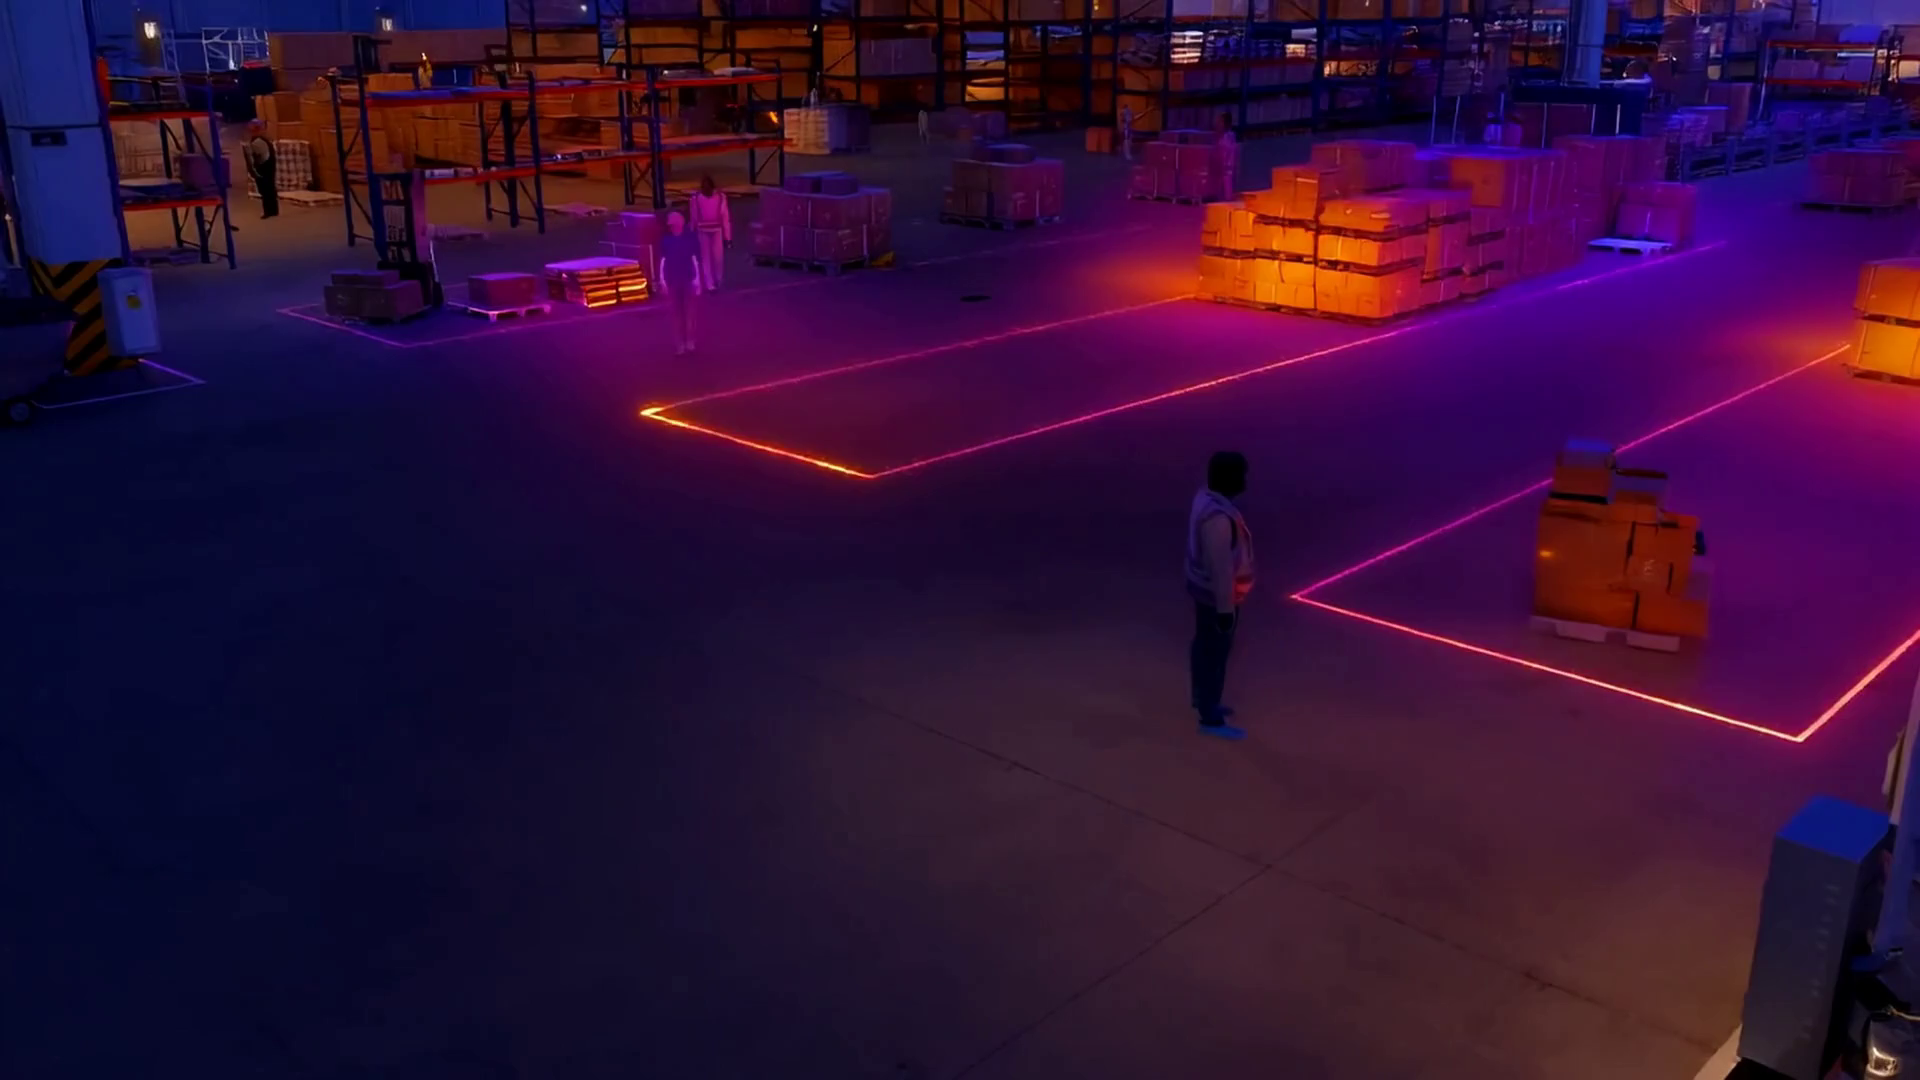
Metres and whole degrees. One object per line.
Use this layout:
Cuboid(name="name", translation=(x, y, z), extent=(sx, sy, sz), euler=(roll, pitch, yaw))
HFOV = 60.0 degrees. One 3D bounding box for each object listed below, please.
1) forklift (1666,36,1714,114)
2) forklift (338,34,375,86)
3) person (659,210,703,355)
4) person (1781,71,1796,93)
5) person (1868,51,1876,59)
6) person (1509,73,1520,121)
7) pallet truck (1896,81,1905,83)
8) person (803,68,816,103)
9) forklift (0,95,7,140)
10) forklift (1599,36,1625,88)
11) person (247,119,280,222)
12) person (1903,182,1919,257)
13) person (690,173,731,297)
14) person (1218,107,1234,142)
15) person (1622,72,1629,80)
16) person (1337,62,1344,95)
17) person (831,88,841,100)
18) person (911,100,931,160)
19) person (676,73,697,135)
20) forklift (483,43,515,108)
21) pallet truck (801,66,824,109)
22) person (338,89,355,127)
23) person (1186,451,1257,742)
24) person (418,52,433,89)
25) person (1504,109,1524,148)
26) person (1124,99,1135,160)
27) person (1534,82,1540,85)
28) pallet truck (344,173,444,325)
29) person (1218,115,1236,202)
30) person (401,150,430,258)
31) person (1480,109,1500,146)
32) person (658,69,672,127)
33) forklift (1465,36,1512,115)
Cuboid(name="forklift", translation=(27.341, -17.291, 61.877), extent=(1.129, 2.768, 1.873), euler=(17, 25, 41))
Cuboid(name="forklift", translation=(-23.297, -18.351, 65.072), extent=(1.129, 2.768, 1.873), euler=(17, 25, 41))
Cuboid(name="person", translation=(-3.589, -3.292, 21.306), extent=(0.549, 1.851, 0.404), euler=(-1, 18, -2))
Cuboid(name="person", translation=(33.777, -18.625, 67.736), extent=(0.970, 1.699, 0.527), euler=(-17, 25, -41))
Cuboid(name="person", translation=(38.513, -19.706, 70.537), extent=(0.396, 1.992, 0.622), euler=(12, 22, 32))
Cuboid(name="person", translation=(19.786, -15.806, 59.351), extent=(0.285, 1.633, 0.498), euler=(8, 20, 22))
Cuboid(name="pallet truck", translation=(34.802, -16.331, 61.455), extent=(0.653, 1.274, 1.630), euler=(17, 25, 41))
Cuboid(name="person", translation=(-5.547, -16.618, 61.547), extent=(0.944, 1.801, 0.639), euler=(-16, 24, -39))
Cuboid(name="forklift", translation=(-29.721, -13.726, 51.136), extent=(1.129, 2.768, 1.873), euler=(13, 23, 35))
Cuboid(name="forklift", translation=(24.545, -17.688, 63.072), extent=(1.129, 2.768, 1.873), euler=(17, 25, 41))
Cuboid(name="person", translation=(-14.096, -7.457, 33.561), extent=(0.538, 2.000, 0.683), euler=(0, 18, 1))
Cuboid(name="person", translation=(15.760, -5.222, 27.120), extent=(0.544, 1.845, 0.673), euler=(-6, 19, -17))
Cuboid(name="person", translation=(-3.827, -4.689, 25.501), extent=(0.599, 1.863, 0.714), euler=(-3, 19, -9))
Cuboid(name="person", translation=(6.484, -9.697, 40.740), extent=(0.529, 1.768, 0.312), euler=(-16, 24, -39))
Cuboid(name="person", translation=(21.954, -14.532, 55.133), extent=(0.552, 1.886, 1.012), euler=(17, 25, 41))
Cuboid(name="person", translation=(16.590, -20.300, 72.792), extent=(0.321, 1.697, 0.529), euler=(11, 21, 30))
Cuboid(name="person", translation=(-3.776, -12.848, 50.381), extent=(0.727, 1.674, 0.538), euler=(11, 21, 31))
Cuboid(name="person", translation=(-1.061, -11.270, 45.708), extent=(0.443, 1.626, 0.516), euler=(0, 18, -1))
Cuboid(name="person", translation=(-8.792, -14.007, 53.462), extent=(0.652, 1.954, 0.517), euler=(-7, 19, -19))
Cuboid(name="forklift", translation=(-14.914, -14.701, 54.073), extent=(1.873, 2.768, 1.129), euler=(17, 24, 41))
Cuboid(name="pallet truck", translation=(-4.812, -15.182, 56.903), extent=(0.823, 1.965, 1.885), euler=(-9, 21, -26))
Cuboid(name="person", translation=(-16.812, -11.412, 45.678), extent=(0.768, 1.916, 0.636), euler=(7, 20, 21))
Cuboid(name="person", translation=(1.627, 0.336, 10.394), extent=(0.429, 1.844, 0.627), euler=(0, 18, 0))
Cuboid(name="person", translation=(-23.153, -20.158, 72.067), extent=(0.564, 1.883, 0.985), euler=(-7, 20, -21))
Cuboid(name="person", translation=(12.816, -9.015, 38.501), extent=(0.576, 1.877, 1.015), euler=(-15, 24, -39))
Cuboid(name="person", translation=(4.651, -11.280, 45.708), extent=(0.308, 1.639, 0.510), euler=(3, 19, 8))
Cuboid(name="person", translation=(18.844, -14.201, 54.538), extent=(0.498, 1.618, 0.395), euler=(12, 22, 31))
Cuboid(name="pallet truck", translation=(-8.209, -4.181, 23.757), extent=(0.823, 1.965, 1.885), euler=(3, 19, 9))
Cuboid(name="person", translation=(5.700, -8.086, 35.572), extent=(0.367, 1.967, 0.607), euler=(6, 19, 16))
Cuboid(name="person", translation=(-9.235, -5.612, 28.161), extent=(0.371, 1.941, 0.627), euler=(0, 18, 1))
Cuboid(name="person", translation=(11.944, -8.815, 37.846), extent=(0.710, 1.911, 0.568), euler=(15, 23, 37))
Cuboid(name="person", translation=(-10.070, -15.075, 56.719), extent=(0.589, 1.912, 0.393), euler=(12, 22, 32))
Cuboid(name="forklift", translation=(19.973, -17.201, 61.605), extent=(1.873, 2.768, 1.129), euler=(16, 24, 40))
